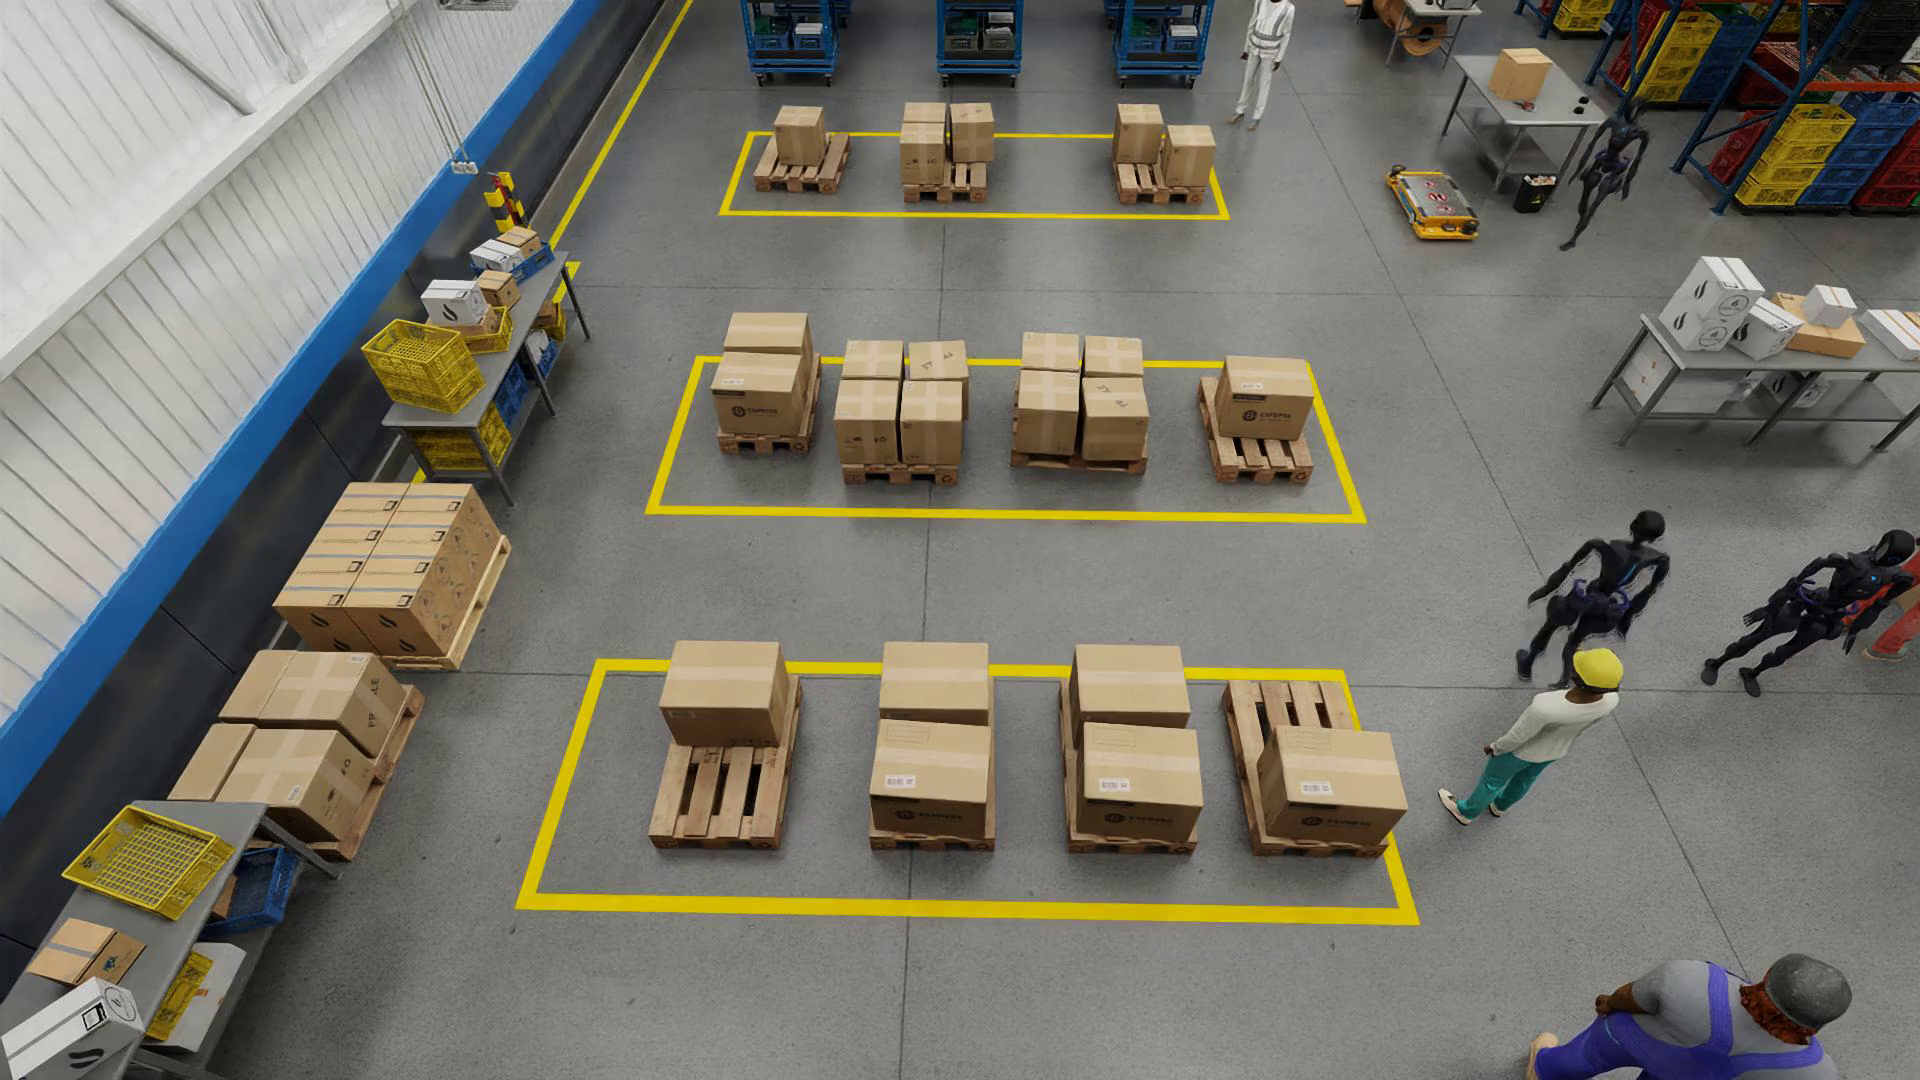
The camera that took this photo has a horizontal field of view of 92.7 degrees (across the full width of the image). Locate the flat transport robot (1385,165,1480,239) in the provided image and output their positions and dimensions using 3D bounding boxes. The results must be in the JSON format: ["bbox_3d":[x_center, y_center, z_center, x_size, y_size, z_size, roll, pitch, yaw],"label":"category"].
[{"bbox_3d":[5.692,-4.094,11.059,0.652,0.197,1.431,1,49,1],"label":"flat transport robot"}]

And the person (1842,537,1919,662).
[{"bbox_3d":[6.918,0.112,6.296,0.376,1.995,0.607,-10,50,-9],"label":"person"}]

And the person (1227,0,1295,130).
[{"bbox_3d":[3.962,-6.368,11.979,0.356,1.881,0.573,-37,58,-27],"label":"person"}]

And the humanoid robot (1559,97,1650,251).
[{"bbox_3d":[7.184,-4.080,10.157,0.692,1.635,0.598,-29,55,-23],"label":"humanoid robot"}]

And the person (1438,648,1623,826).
[{"bbox_3d":[3.432,1.203,5.501,0.532,1.768,0.309,-8,50,-7],"label":"person"}]

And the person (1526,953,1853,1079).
[{"bbox_3d":[3.401,2.346,4.332,0.682,2.000,0.538,35,58,27],"label":"person"}]

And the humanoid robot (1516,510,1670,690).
[{"bbox_3d":[4.268,0.448,6.216,0.607,1.644,0.487,14,51,12],"label":"humanoid robot"}]

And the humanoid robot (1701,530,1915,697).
[{"bbox_3d":[5.719,0.510,6.151,0.612,1.657,0.319,17,51,14],"label":"humanoid robot"}]
